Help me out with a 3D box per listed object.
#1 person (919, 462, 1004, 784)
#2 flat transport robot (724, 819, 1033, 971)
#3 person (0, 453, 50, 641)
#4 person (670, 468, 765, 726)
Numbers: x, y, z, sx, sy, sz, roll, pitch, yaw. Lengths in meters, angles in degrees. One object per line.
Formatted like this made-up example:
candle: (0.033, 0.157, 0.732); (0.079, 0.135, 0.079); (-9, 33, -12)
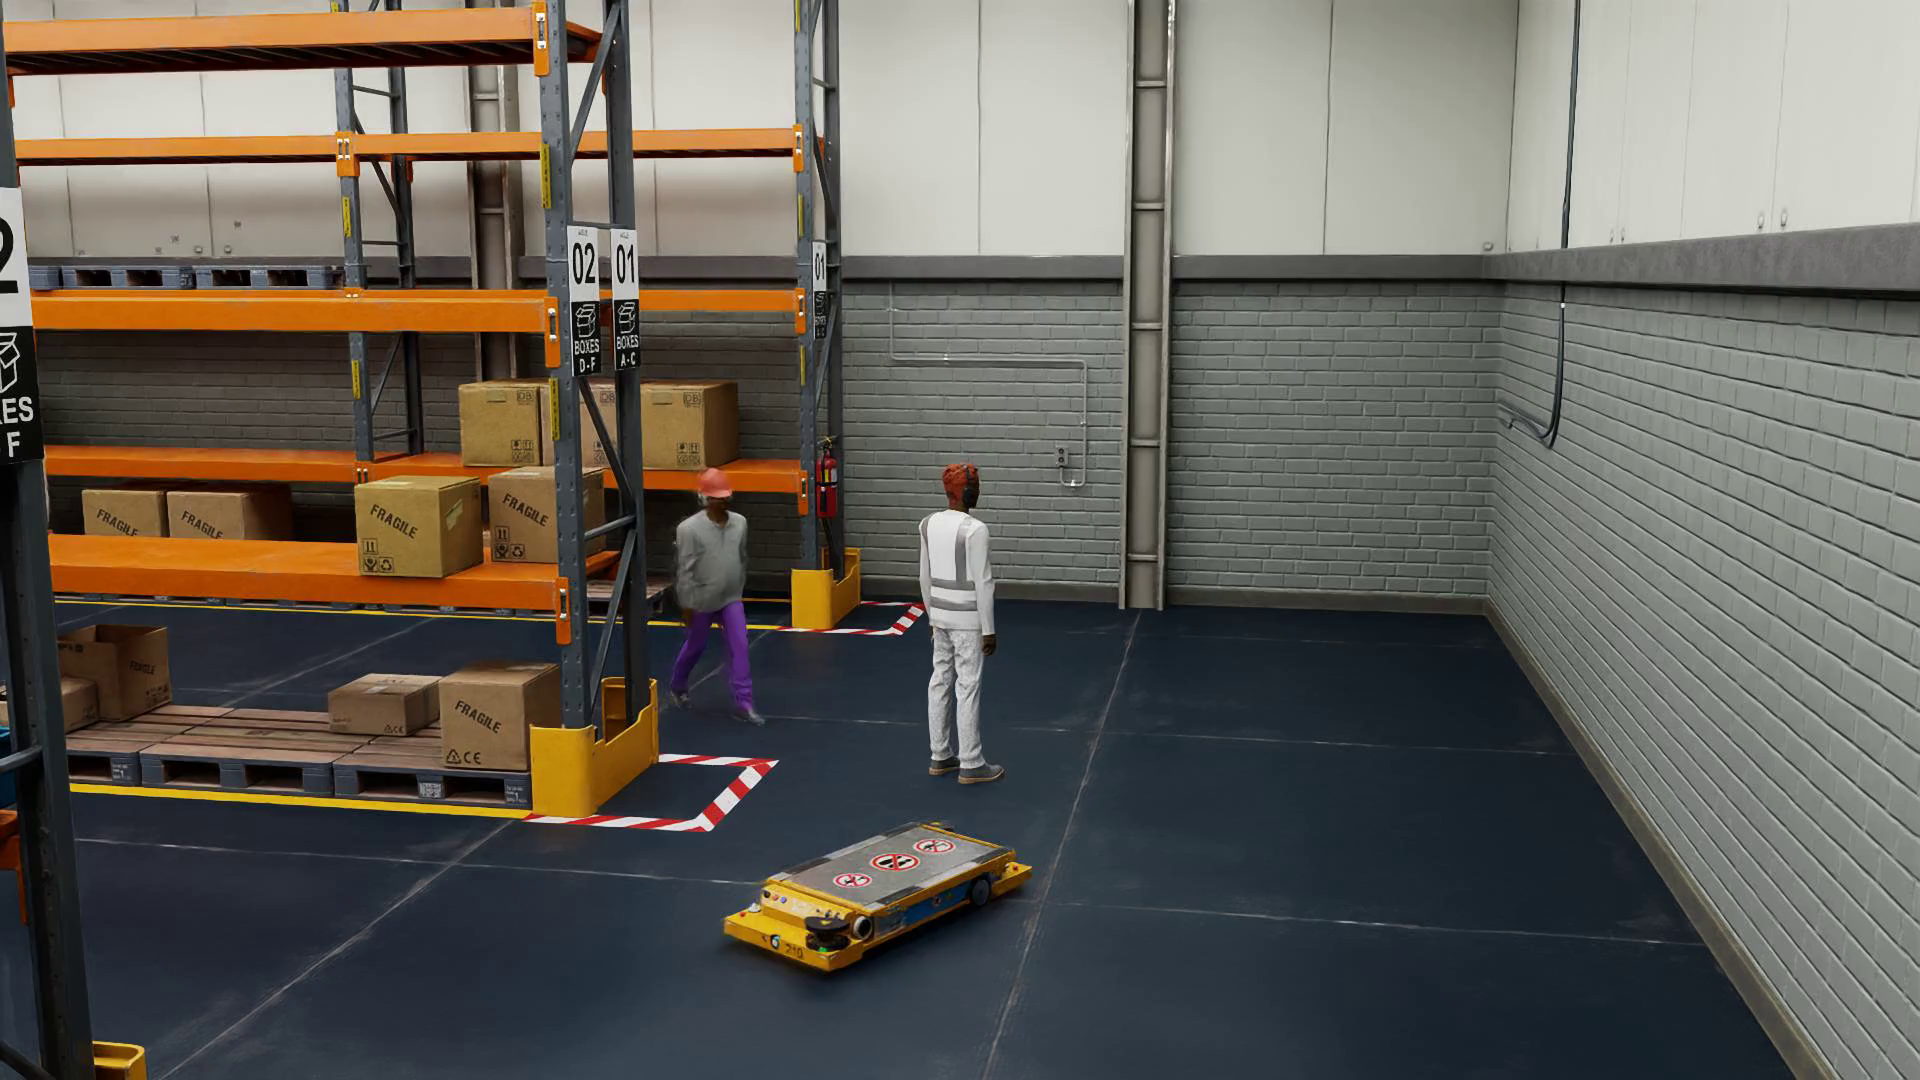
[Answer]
person: (0.002, 0.483, 9.773); (0.354, 1.883, 0.573); (-8, 12, -41)
flat transport robot: (-0.349, 1.614, 7.744); (0.652, 0.197, 1.431); (7, 12, 39)
person: (-7.704, -0.161, 13.452); (0.616, 1.987, 0.404); (-2, 9, -14)
person: (-1.677, 0.351, 11.143); (0.564, 1.713, 0.888); (-8, 12, -40)
